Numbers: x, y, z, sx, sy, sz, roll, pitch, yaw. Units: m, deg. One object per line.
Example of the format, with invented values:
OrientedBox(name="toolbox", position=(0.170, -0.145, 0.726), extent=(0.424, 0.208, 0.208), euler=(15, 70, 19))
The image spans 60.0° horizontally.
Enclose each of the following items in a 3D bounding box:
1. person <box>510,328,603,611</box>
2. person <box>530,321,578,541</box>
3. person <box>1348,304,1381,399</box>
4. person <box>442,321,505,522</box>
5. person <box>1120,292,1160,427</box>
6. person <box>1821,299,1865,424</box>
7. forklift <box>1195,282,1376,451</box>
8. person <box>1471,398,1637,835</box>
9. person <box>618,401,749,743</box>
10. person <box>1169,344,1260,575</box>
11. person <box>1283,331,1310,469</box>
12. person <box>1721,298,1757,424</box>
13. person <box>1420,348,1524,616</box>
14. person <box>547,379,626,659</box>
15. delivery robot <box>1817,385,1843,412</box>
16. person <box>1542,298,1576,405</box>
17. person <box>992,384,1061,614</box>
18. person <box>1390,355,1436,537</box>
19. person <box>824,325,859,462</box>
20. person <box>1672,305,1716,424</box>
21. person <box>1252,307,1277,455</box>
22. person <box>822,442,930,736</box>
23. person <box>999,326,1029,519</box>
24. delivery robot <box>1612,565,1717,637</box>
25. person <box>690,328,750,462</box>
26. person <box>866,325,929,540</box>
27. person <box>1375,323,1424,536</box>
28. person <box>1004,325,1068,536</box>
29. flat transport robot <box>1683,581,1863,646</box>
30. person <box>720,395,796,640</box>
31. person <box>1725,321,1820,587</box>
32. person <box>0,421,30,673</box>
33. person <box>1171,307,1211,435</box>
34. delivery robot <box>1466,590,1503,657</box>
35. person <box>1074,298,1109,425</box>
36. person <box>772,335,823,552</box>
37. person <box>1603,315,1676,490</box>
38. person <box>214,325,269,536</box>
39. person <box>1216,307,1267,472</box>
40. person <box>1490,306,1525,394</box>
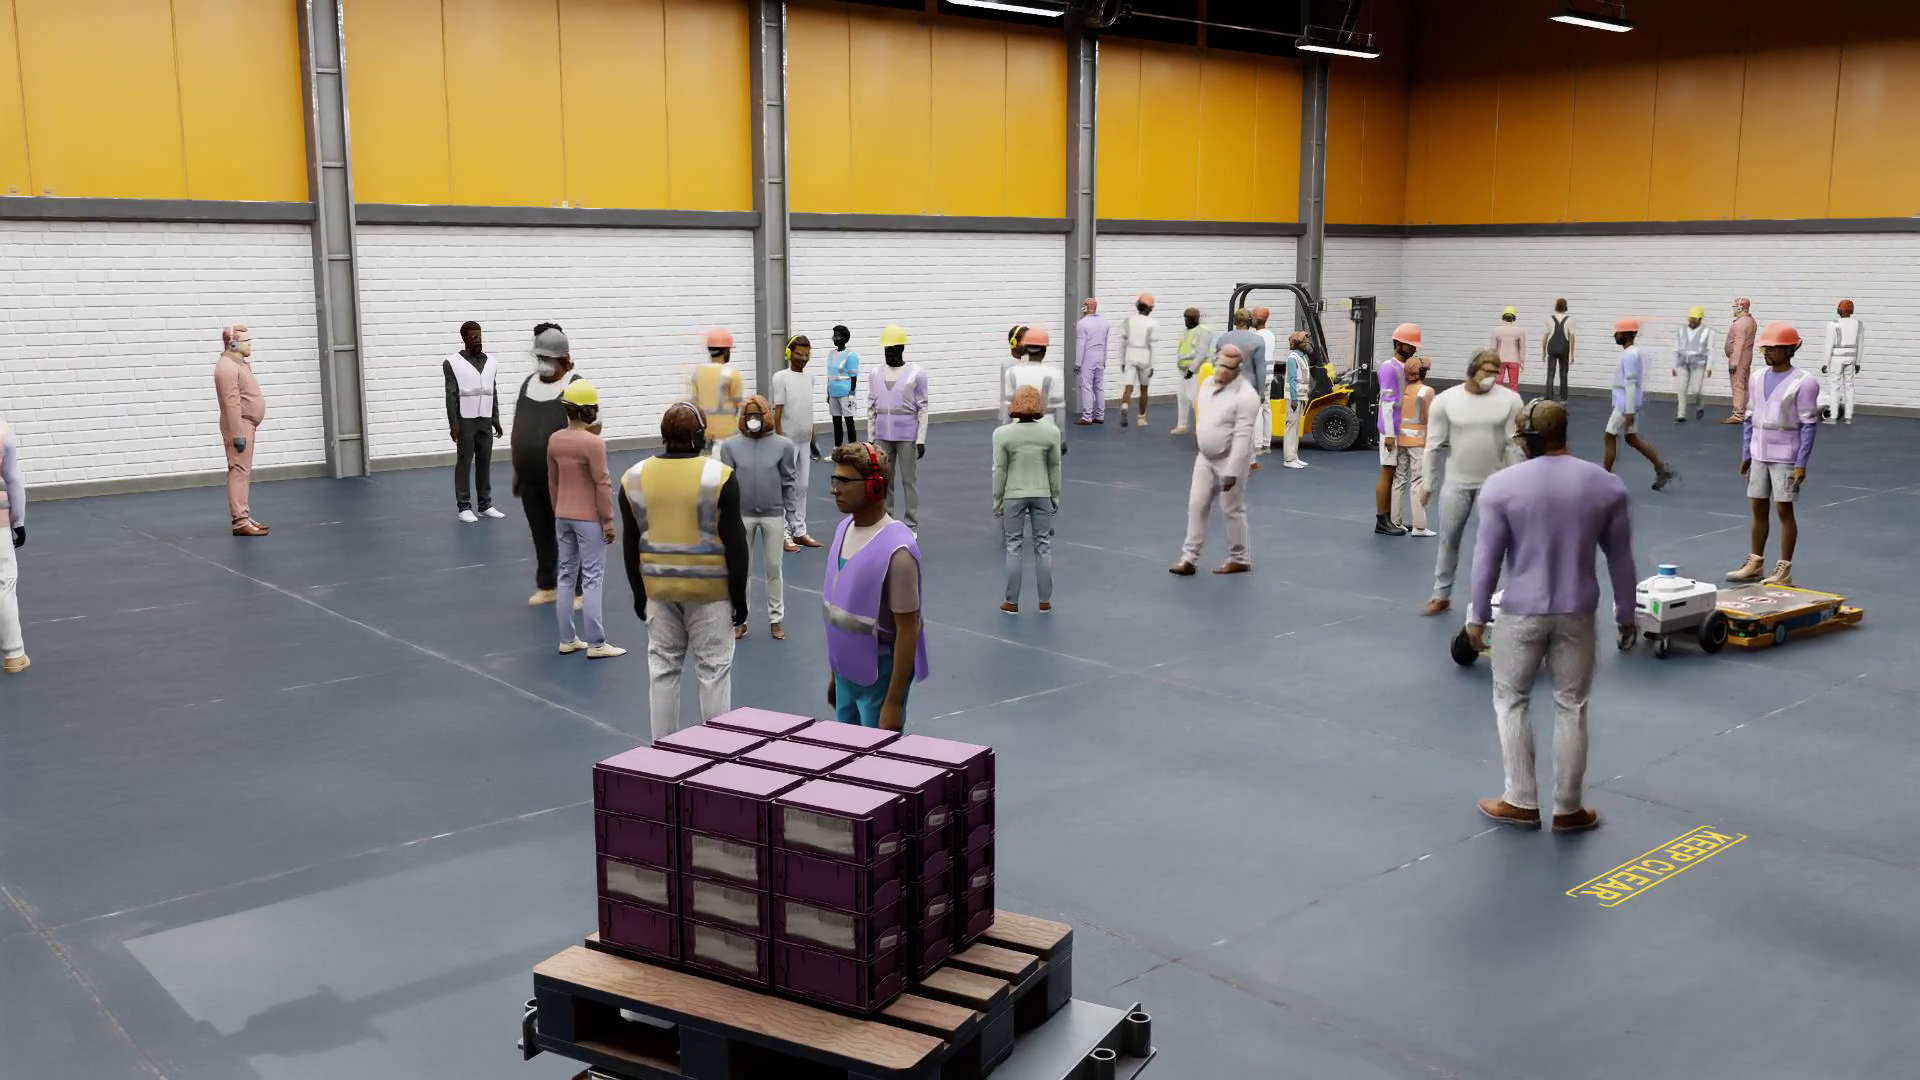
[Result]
OrientedBox(name="person", position=(-2.939, -0.513, 11.941), extent=(0.691, 2.000, 0.535), euler=(3, 10, 18))
OrientedBox(name="person", position=(-3.555, -0.933, 14.615), extent=(0.372, 1.966, 0.608), euler=(-9, 13, -41))
OrientedBox(name="person", position=(6.063, -2.647, 24.941), extent=(1.005, 1.878, 0.591), euler=(0, 10, 1))
OrientedBox(name="person", position=(-4.673, -1.141, 15.980), extent=(0.388, 1.919, 0.594), euler=(7, 12, 35))
OrientedBox(name="person", position=(2.605, -2.619, 24.391), extent=(0.618, 2.008, 0.859), euler=(3, 10, 19))
OrientedBox(name="person", position=(13.309, -2.681, 25.090), extent=(0.585, 1.882, 0.337), euler=(-1, 10, -3))
OrientedBox(name="forklift", position=(4.328, -2.346, 22.227), extent=(2.313, 2.155, 1.214), euler=(3, 10, 16))
OrientedBox(name="person", position=(2.611, 0.340, 7.339), extent=(0.706, 1.919, 0.429), euler=(1, 10, 4))
OrientedBox(name="person", position=(-1.303, 0.255, 8.030), extent=(0.619, 1.845, 0.430), euler=(2, 10, 13))
OrientedBox(name="person", position=(2.007, -0.609, 13.049), extent=(0.825, 1.855, 0.722), euler=(-7, 12, -35))
OrientedBox(name="person", position=(4.036, -1.683, 19.964), extent=(0.309, 1.641, 0.515), euler=(4, 10, 22))
OrientedBox(name="person", position=(11.767, -2.702, 25.154), extent=(0.401, 1.907, 0.648), euler=(8, 13, 40))
OrientedBox(name="person", position=(3.579, -0.386, 11.594), extent=(0.717, 1.907, 0.518), euler=(2, 10, 12))
OrientedBox(name="person", position=(-2.376, -0.130, 10.505), extent=(0.526, 1.768, 0.315), euler=(7, 12, 35))
OrientedBox(name="delivery robot", position=(13.141, -2.140, 25.537), extent=(0.707, 0.478, 0.477), euler=(8, 12, 38))
OrientedBox(name="person", position=(10.170, -3.188, 28.261), extent=(0.530, 1.842, 0.502), euler=(5, 11, 25))
OrientedBox(name="person", position=(0.470, -0.283, 11.788), extent=(0.500, 1.633, 0.284), euler=(-2, 10, -10))
OrientedBox(name="person", position=(4.105, -0.848, 15.071), extent=(0.310, 1.642, 0.514), euler=(-6, 12, -33))
OrientedBox(name="person", position=(-1.452, -1.780, 20.360), extent=(0.318, 1.700, 0.536), euler=(-10, 14, -44))
OrientedBox(name="person", position=(11.047, -2.642, 25.077), extent=(0.616, 1.809, 0.509), euler=(9, 13, 43))
OrientedBox(name="person", position=(3.831, -2.033, 21.301), extent=(0.343, 1.882, 0.586), euler=(8, 12, 38))
OrientedBox(name="person", position=(-0.331, 0.543, 6.327), extent=(0.390, 1.846, 0.565), euler=(-6, 11, -29))
OrientedBox(name="person", position=(0.548, -1.147, 16.174), extent=(0.327, 1.865, 0.520), euler=(2, 10, 14))
OrientedBox(name="delivery robot", position=(4.517, 0.402, 10.656), extent=(0.707, 0.478, 0.477), euler=(-7, 12, -34))
OrientedBox(name="person", position=(-2.176, -0.968, 15.094), extent=(0.548, 1.889, 1.012), euler=(7, 12, 37))
OrientedBox(name="person", position=(-0.568, -0.929, 14.710), extent=(0.593, 1.926, 0.366), euler=(4, 11, 24))
OrientedBox(name="person", position=(4.009, -1.008, 15.173), extent=(0.374, 1.927, 0.542), euler=(6, 11, 32))
OrientedBox(name="person", position=(0.655, -0.942, 14.796), extent=(0.565, 1.921, 0.673), euler=(4, 11, 23))
OrientedBox(name="flat transport robot", position=(5.427, 0.487, 11.264), extent=(1.431, 0.197, 0.652), euler=(-7, 12, -34))
OrientedBox(name="person", position=(-1.332, -0.147, 10.987), extent=(0.505, 1.632, 0.268), euler=(-1, 10, -4))
OrientedBox(name="person", position=(6.207, -0.644, 12.703), extent=(0.397, 2.043, 0.610), euler=(-4, 10, -20))
OrientedBox(name="person", position=(-5.974, -0.083, 10.028), extent=(0.621, 1.839, 0.429), euler=(-5, 11, -26))
OrientedBox(name="person", position=(3.288, -2.375, 23.494), extent=(0.533, 1.817, 0.638), euler=(-5, 11, -29))
OrientedBox(name="delivery robot", position=(3.448, 0.465, 10.263), extent=(0.707, 0.478, 0.477), euler=(-7, 12, -39))
OrientedBox(name="person", position=(1.947, -2.685, 25.051), extent=(0.644, 1.907, 0.399), euler=(-8, 13, -41))
OrientedBox(name="person", position=(-1.398, -0.835, 14.350), extent=(0.326, 1.865, 0.519), euler=(7, 12, 35))
OrientedBox(name="person", position=(7.282, -1.473, 17.966), extent=(0.884, 1.914, 0.560), euler=(5, 11, 27))
OrientedBox(name="person", position=(-6.531, -0.994, 15.149), extent=(0.406, 1.910, 0.639), euler=(-3, 10, -18))
OrientedBox(name="person", position=(3.316, -1.772, 19.613), extent=(0.630, 1.940, 0.372), euler=(6, 11, 31))
OrientedBox(name="person", position=(8.471, -2.738, 25.773), extent=(0.533, 1.767, 0.327), euler=(2, 10, 13))
